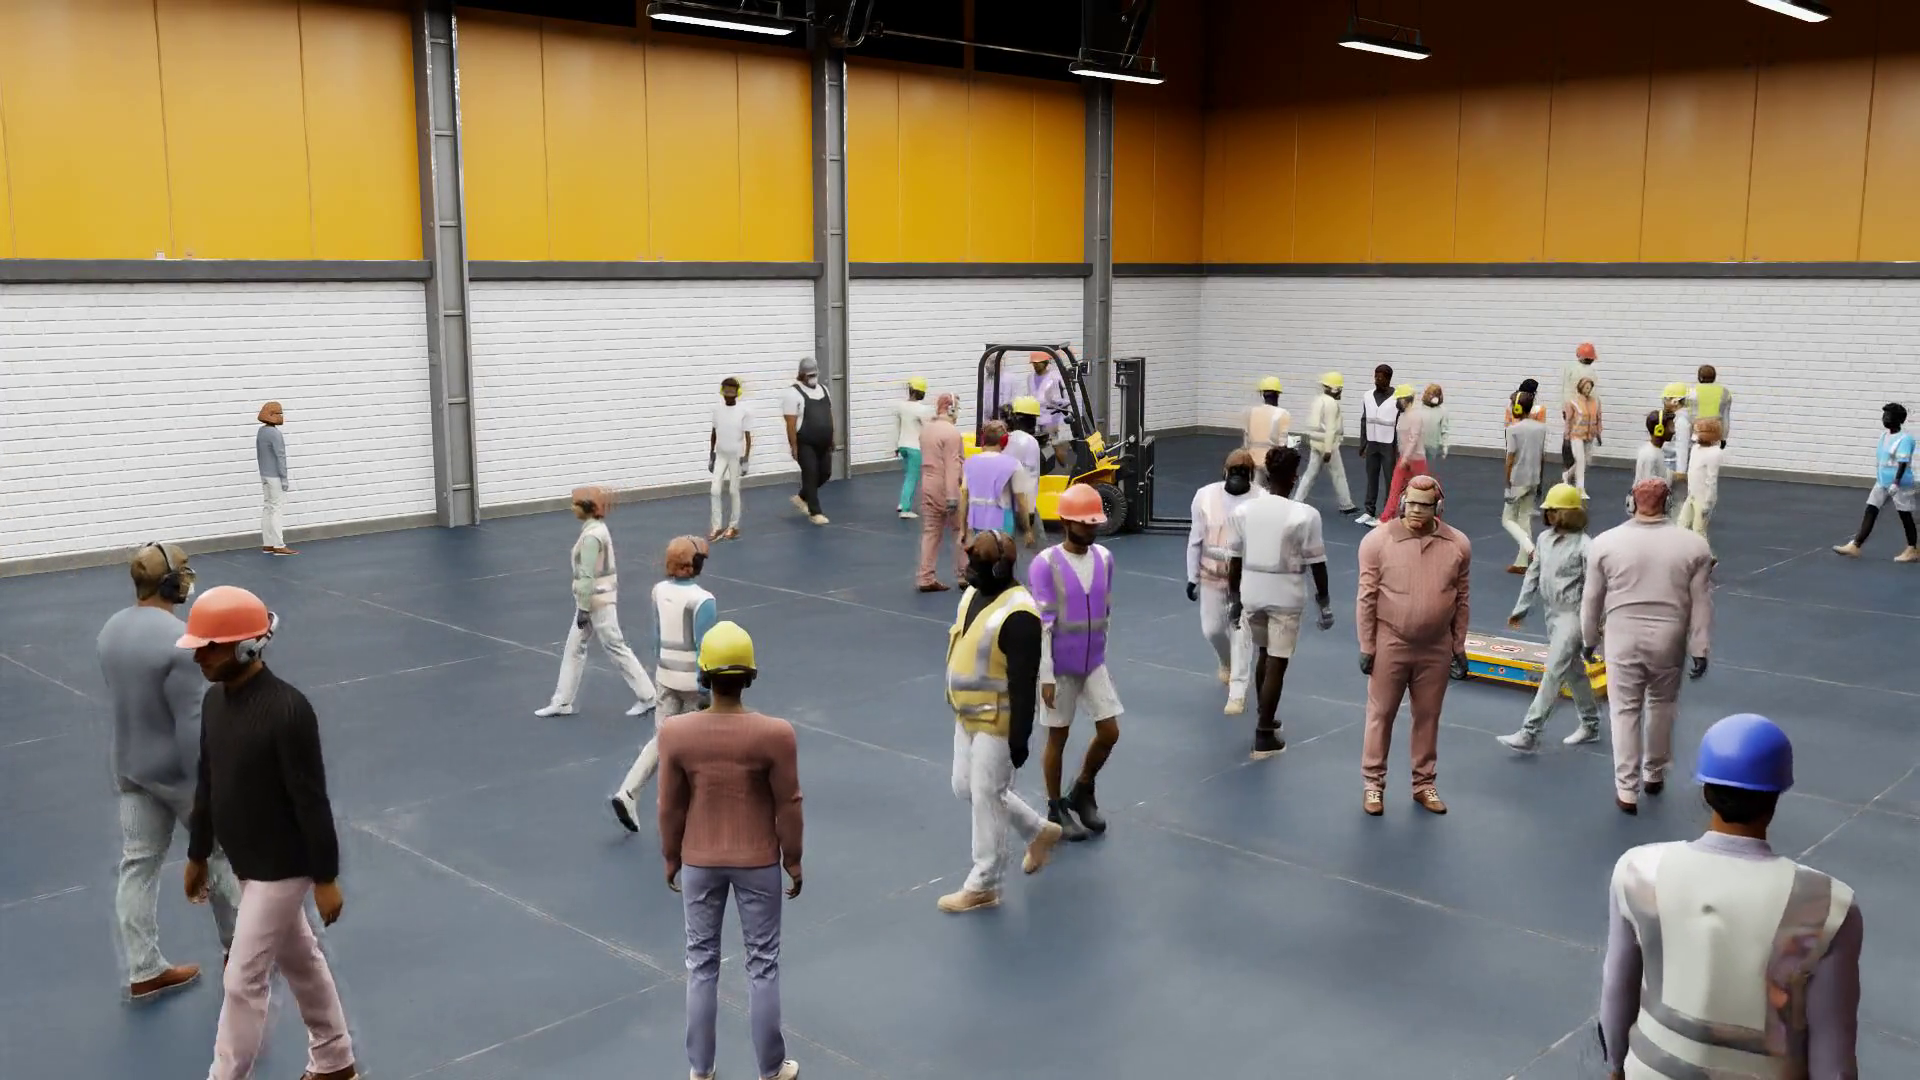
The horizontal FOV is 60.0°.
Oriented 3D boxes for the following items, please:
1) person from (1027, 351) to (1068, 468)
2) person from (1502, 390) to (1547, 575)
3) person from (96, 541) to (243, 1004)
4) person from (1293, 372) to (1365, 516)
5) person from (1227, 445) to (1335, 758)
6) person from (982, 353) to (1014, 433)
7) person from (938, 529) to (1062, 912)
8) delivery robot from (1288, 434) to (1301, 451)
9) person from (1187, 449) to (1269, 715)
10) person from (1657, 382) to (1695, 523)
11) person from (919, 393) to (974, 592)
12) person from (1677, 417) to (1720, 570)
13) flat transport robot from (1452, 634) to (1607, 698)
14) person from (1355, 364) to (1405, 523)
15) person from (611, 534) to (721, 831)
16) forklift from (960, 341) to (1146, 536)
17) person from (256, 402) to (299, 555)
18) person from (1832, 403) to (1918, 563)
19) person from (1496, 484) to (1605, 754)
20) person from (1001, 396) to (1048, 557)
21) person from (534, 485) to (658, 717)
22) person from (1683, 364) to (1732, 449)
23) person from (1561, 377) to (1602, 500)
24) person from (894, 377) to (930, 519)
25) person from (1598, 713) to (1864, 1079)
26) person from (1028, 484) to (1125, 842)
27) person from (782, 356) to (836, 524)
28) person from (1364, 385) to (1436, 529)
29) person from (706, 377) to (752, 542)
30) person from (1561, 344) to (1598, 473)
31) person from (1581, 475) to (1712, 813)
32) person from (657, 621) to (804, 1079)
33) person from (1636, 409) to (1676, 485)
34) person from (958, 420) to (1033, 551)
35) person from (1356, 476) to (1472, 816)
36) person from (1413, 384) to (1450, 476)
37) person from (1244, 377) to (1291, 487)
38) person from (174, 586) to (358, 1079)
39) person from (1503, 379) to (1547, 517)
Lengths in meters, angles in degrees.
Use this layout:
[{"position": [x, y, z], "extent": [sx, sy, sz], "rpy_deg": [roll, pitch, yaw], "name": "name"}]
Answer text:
[{"position": [1.189, -1.665, 22.825], "extent": [0.613, 1.993, 1.029], "rpy_deg": [8, 12, 41], "name": "person"}, {"position": [5.579, -0.539, 16.336], "extent": [0.531, 1.851, 0.529], "rpy_deg": [-4, 10, -22], "name": "person"}, {"position": [-3.232, 0.941, 7.028], "extent": [0.655, 1.914, 0.803], "rpy_deg": [5, 10, 28], "name": "person"}, {"position": [4.485, -1.166, 20.380], "extent": [0.931, 1.786, 0.600], "rpy_deg": [-2, 9, -11], "name": "person"}, {"position": [2.045, 0.371, 10.473], "extent": [0.633, 1.938, 0.780], "rpy_deg": [9, 13, 43], "name": "person"}, {"position": [0.546, -1.724, 23.575], "extent": [0.985, 1.863, 0.642], "rpy_deg": [-7, 12, -38], "name": "person"}, {"position": [0.194, 0.844, 7.897], "extent": [0.607, 1.830, 0.641], "rpy_deg": [-4, 10, -21], "name": "person"}, {"position": [4.972, -1.535, 26.090], "extent": [0.707, 0.478, 0.477], "rpy_deg": [5, 11, 28], "name": "delivery robot"}, {"position": [1.912, 0.252, 11.576], "extent": [0.620, 1.815, 0.748], "rpy_deg": [4, 10, 22], "name": "person"}, {"position": [7.680, -0.821, 18.183], "extent": [0.731, 1.800, 0.614], "rpy_deg": [3, 10, 18], "name": "person"}, {"position": [-0.067, -0.444, 15.654], "extent": [0.795, 1.870, 0.660], "rpy_deg": [-5, 11, -29], "name": "person"}, {"position": [7.100, -0.370, 15.960], "extent": [0.362, 1.620, 0.529], "rpy_deg": [0, 9, 1], "name": "person"}, {"position": [4.118, 0.906, 12.284], "extent": [1.431, 0.197, 0.652], "rpy_deg": [9, 13, 43], "name": "flat transport robot"}, {"position": [5.020, -1.131, 19.753], "extent": [0.587, 1.914, 0.390], "rpy_deg": [9, 13, 43], "name": "person"}, {"position": [-1.544, 0.773, 9.028], "extent": [0.516, 1.608, 0.775], "rpy_deg": [8, 12, 40], "name": "person"}, {"position": [0.977, -1.223, 19.452], "extent": [2.313, 2.155, 1.214], "rpy_deg": [2, 9, 11], "name": "forklift"}, {"position": [-7.293, -0.657, 17.697], "extent": [0.507, 1.631, 0.266], "rpy_deg": [9, 13, 43], "name": "person"}, {"position": [9.538, -0.580, 17.136], "extent": [0.862, 1.645, 0.545], "rpy_deg": [-1, 9, -6], "name": "person"}, {"position": [3.749, 0.491, 10.455], "extent": [0.879, 1.700, 0.499], "rpy_deg": [-3, 10, -16], "name": "person"}, {"position": [0.659, -0.354, 15.069], "extent": [0.957, 1.882, 0.605], "rpy_deg": [-5, 11, -28], "name": "person"}, {"position": [-2.431, 0.419, 11.210], "extent": [0.844, 1.599, 0.528], "rpy_deg": [-2, 9, -12], "name": "person"}, {"position": [9.567, -1.352, 21.408], "extent": [0.637, 1.819, 0.801], "rpy_deg": [1, 9, 7], "name": "person"}, {"position": [8.229, -1.369, 22.107], "extent": [0.509, 1.614, 0.665], "rpy_deg": [-3, 10, -16], "name": "person"}, {"position": [-0.550, -1.113, 20.214], "extent": [0.472, 1.733, 0.544], "rpy_deg": [-8, 12, -41], "name": "person"}, {"position": [1.924, 1.390, 4.206], "extent": [0.631, 1.930, 0.444], "rpy_deg": [8, 12, 41], "name": "person"}, {"position": [0.605, 0.653, 8.783], "extent": [0.547, 1.921, 0.432], "rpy_deg": [-5, 11, -30], "name": "person"}, {"position": [-1.804, -1.226, 19.942], "extent": [0.704, 2.000, 0.720], "rpy_deg": [9, 13, 42], "name": "person"}, {"position": [5.162, -0.936, 19.200], "extent": [0.938, 1.701, 0.524], "rpy_deg": [-3, 10, -17], "name": "person"}, {"position": [-2.593, -0.889, 18.481], "extent": [0.544, 1.837, 0.706], "rpy_deg": [2, 9, 13], "name": "person"}, {"position": [9.019, -1.909, 24.442], "extent": [0.443, 1.951, 0.666], "rpy_deg": [-2, 9, -10], "name": "person"}, {"position": [3.874, 0.563, 9.459], "extent": [0.667, 1.873, 0.800], "rpy_deg": [3, 10, 16], "name": "person"}, {"position": [-0.832, 1.169, 6.085], "extent": [0.533, 1.772, 0.298], "rpy_deg": [1, 9, 4], "name": "person"}, {"position": [5.897, -0.188, 14.133], "extent": [0.574, 1.858, 0.552], "rpy_deg": [4, 10, 25], "name": "person"}, {"position": [0.278, -0.100, 13.811], "extent": [0.580, 1.801, 1.004], "rpy_deg": [7, 11, 36], "name": "person"}, {"position": [2.527, 0.587, 9.253], "extent": [0.643, 1.905, 0.400], "rpy_deg": [0, 9, -2], "name": "person"}, {"position": [5.834, -1.128, 20.656], "extent": [0.517, 1.595, 0.780], "rpy_deg": [-1, 9, -6], "name": "person"}, {"position": [3.369, -0.835, 18.088], "extent": [0.611, 1.860, 0.996], "rpy_deg": [9, 13, 43], "name": "person"}, {"position": [-2.521, 1.134, 5.726], "extent": [0.665, 1.950, 0.956], "rpy_deg": [8, 12, 41], "name": "person"}, {"position": [6.934, -1.131, 20.411], "extent": [0.540, 1.695, 0.317], "rpy_deg": [9, 13, 43], "name": "person"}]
